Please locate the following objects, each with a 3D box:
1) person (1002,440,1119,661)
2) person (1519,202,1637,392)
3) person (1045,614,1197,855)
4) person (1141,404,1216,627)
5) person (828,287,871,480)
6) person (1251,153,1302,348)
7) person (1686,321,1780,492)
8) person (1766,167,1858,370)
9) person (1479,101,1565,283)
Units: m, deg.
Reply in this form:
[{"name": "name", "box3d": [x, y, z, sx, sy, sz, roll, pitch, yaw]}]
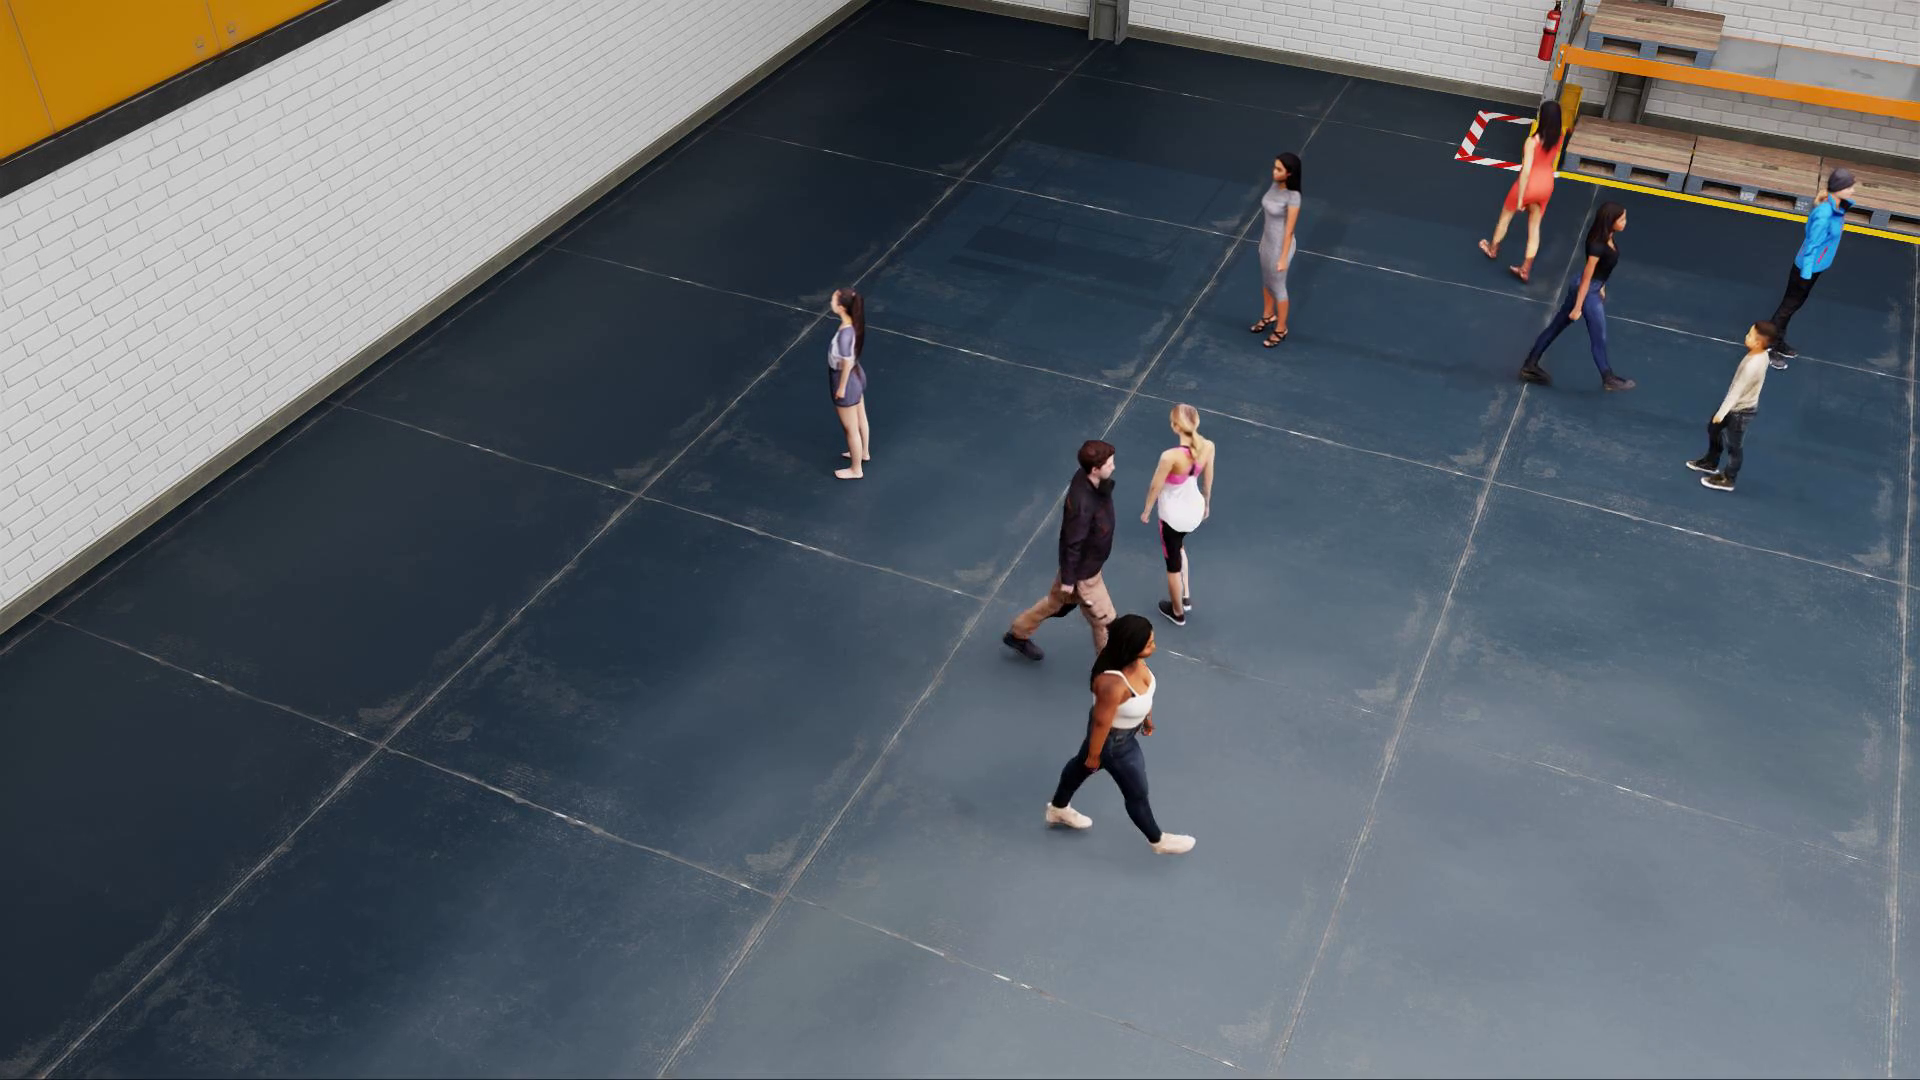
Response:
[{"name": "person", "box3d": [0.708, 0.145, 10.864, 1.314, 1.884, 0.939, 5, 39, 7]}, {"name": "person", "box3d": [5.052, -1.995, 13.703, 1.160, 1.686, 0.653, 12, 40, 15]}, {"name": "person", "box3d": [0.800, 1.129, 9.737, 1.205, 1.753, 0.785, 9, 40, 11]}, {"name": "person", "box3d": [1.543, -0.103, 11.264, 0.714, 1.772, 0.740, -21, 43, -25]}, {"name": "person", "box3d": [-0.833, -1.214, 12.754, 0.588, 1.650, 0.637, 8, 39, 10]}, {"name": "person", "box3d": [2.732, -2.492, 14.252, 0.727, 1.776, 0.674, -11, 40, -14]}, {"name": "person", "box3d": [5.999, -0.992, 12.633, 0.581, 1.453, 0.552, 16, 41, 19]}, {"name": "person", "box3d": [7.140, -2.300, 13.995, 0.625, 1.797, 0.675, 29, 47, 31]}, {"name": "person", "box3d": [5.255, -3.140, 15.129, 0.954, 1.694, 0.992, -10, 40, -12]}]
